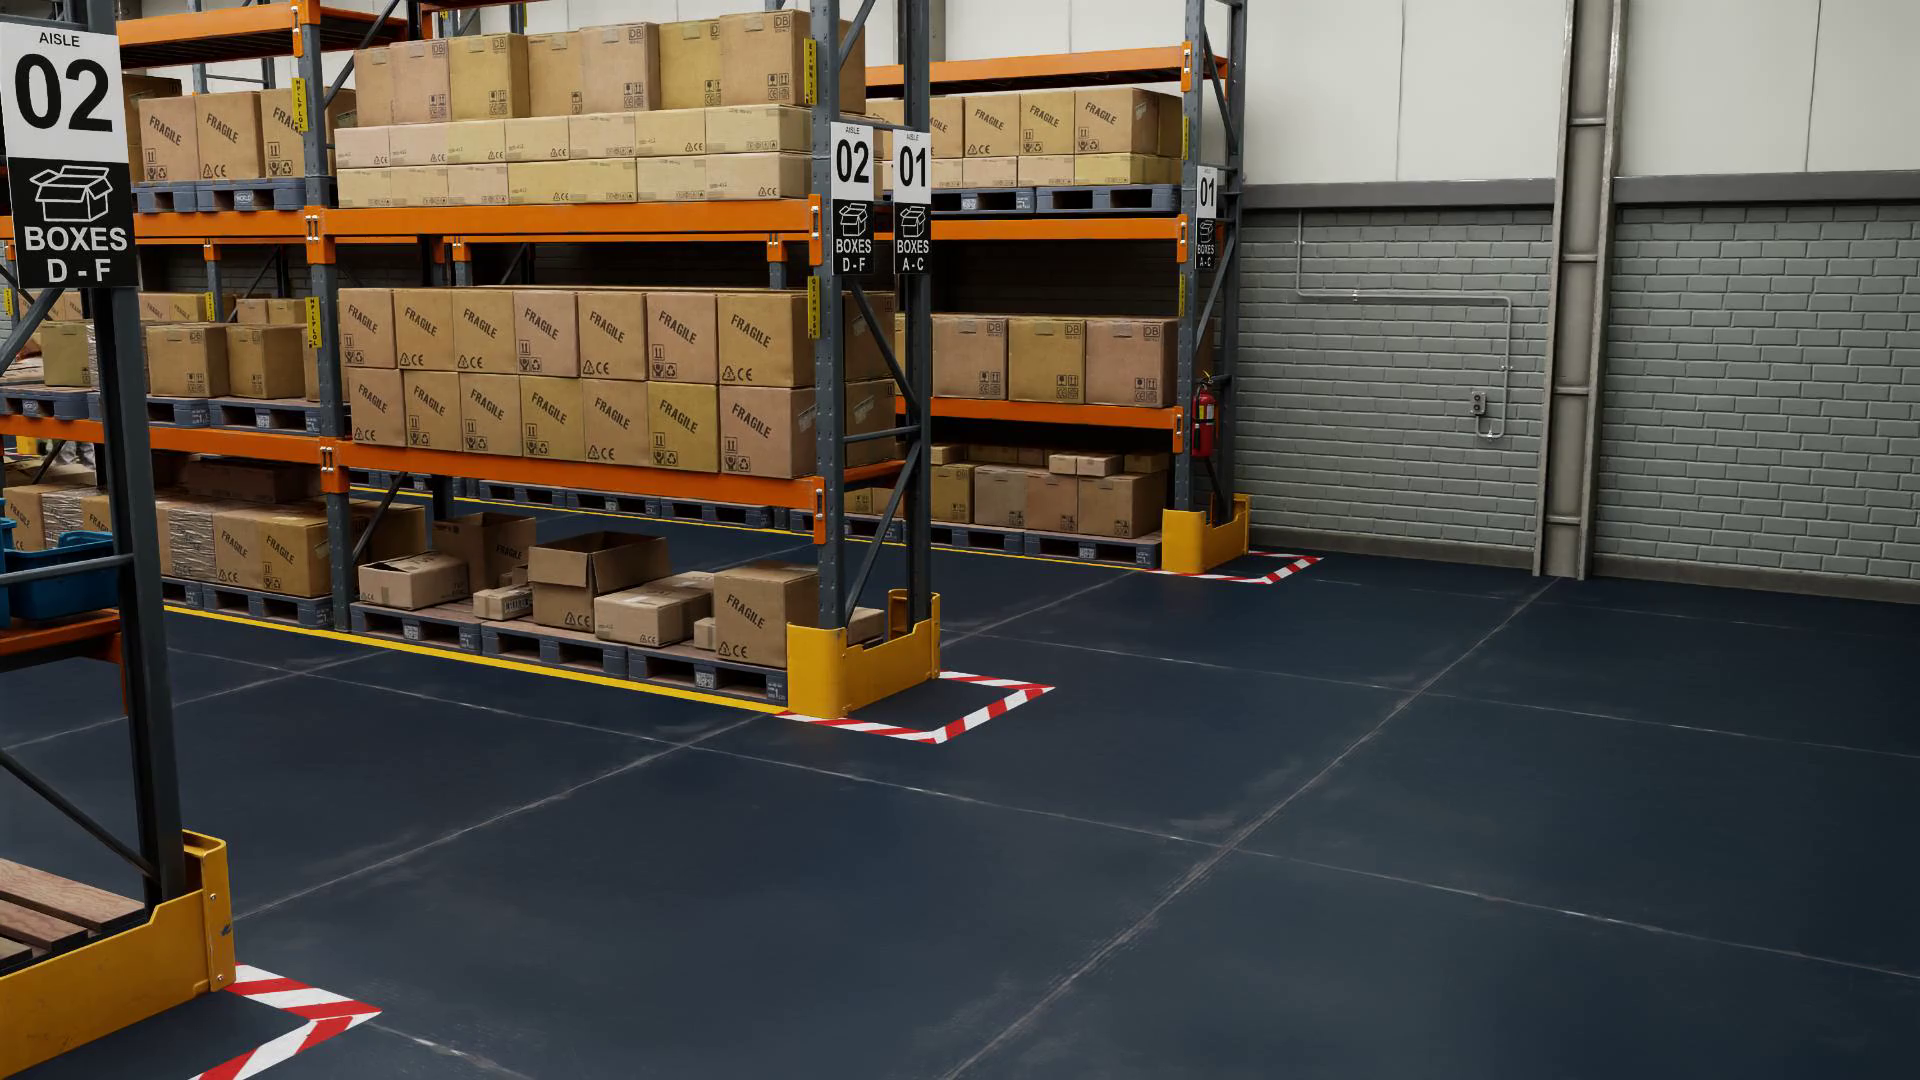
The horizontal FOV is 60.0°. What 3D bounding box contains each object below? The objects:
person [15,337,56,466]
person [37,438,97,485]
[{"bbox_3d":[-10.734,-1.564,19.410,0.878,1.585,0.532,8,12,39],"label":"person"},{"bbox_3d":[-8.077,-0.971,15.128,0.354,1.875,0.591,6,11,30],"label":"person"}]
